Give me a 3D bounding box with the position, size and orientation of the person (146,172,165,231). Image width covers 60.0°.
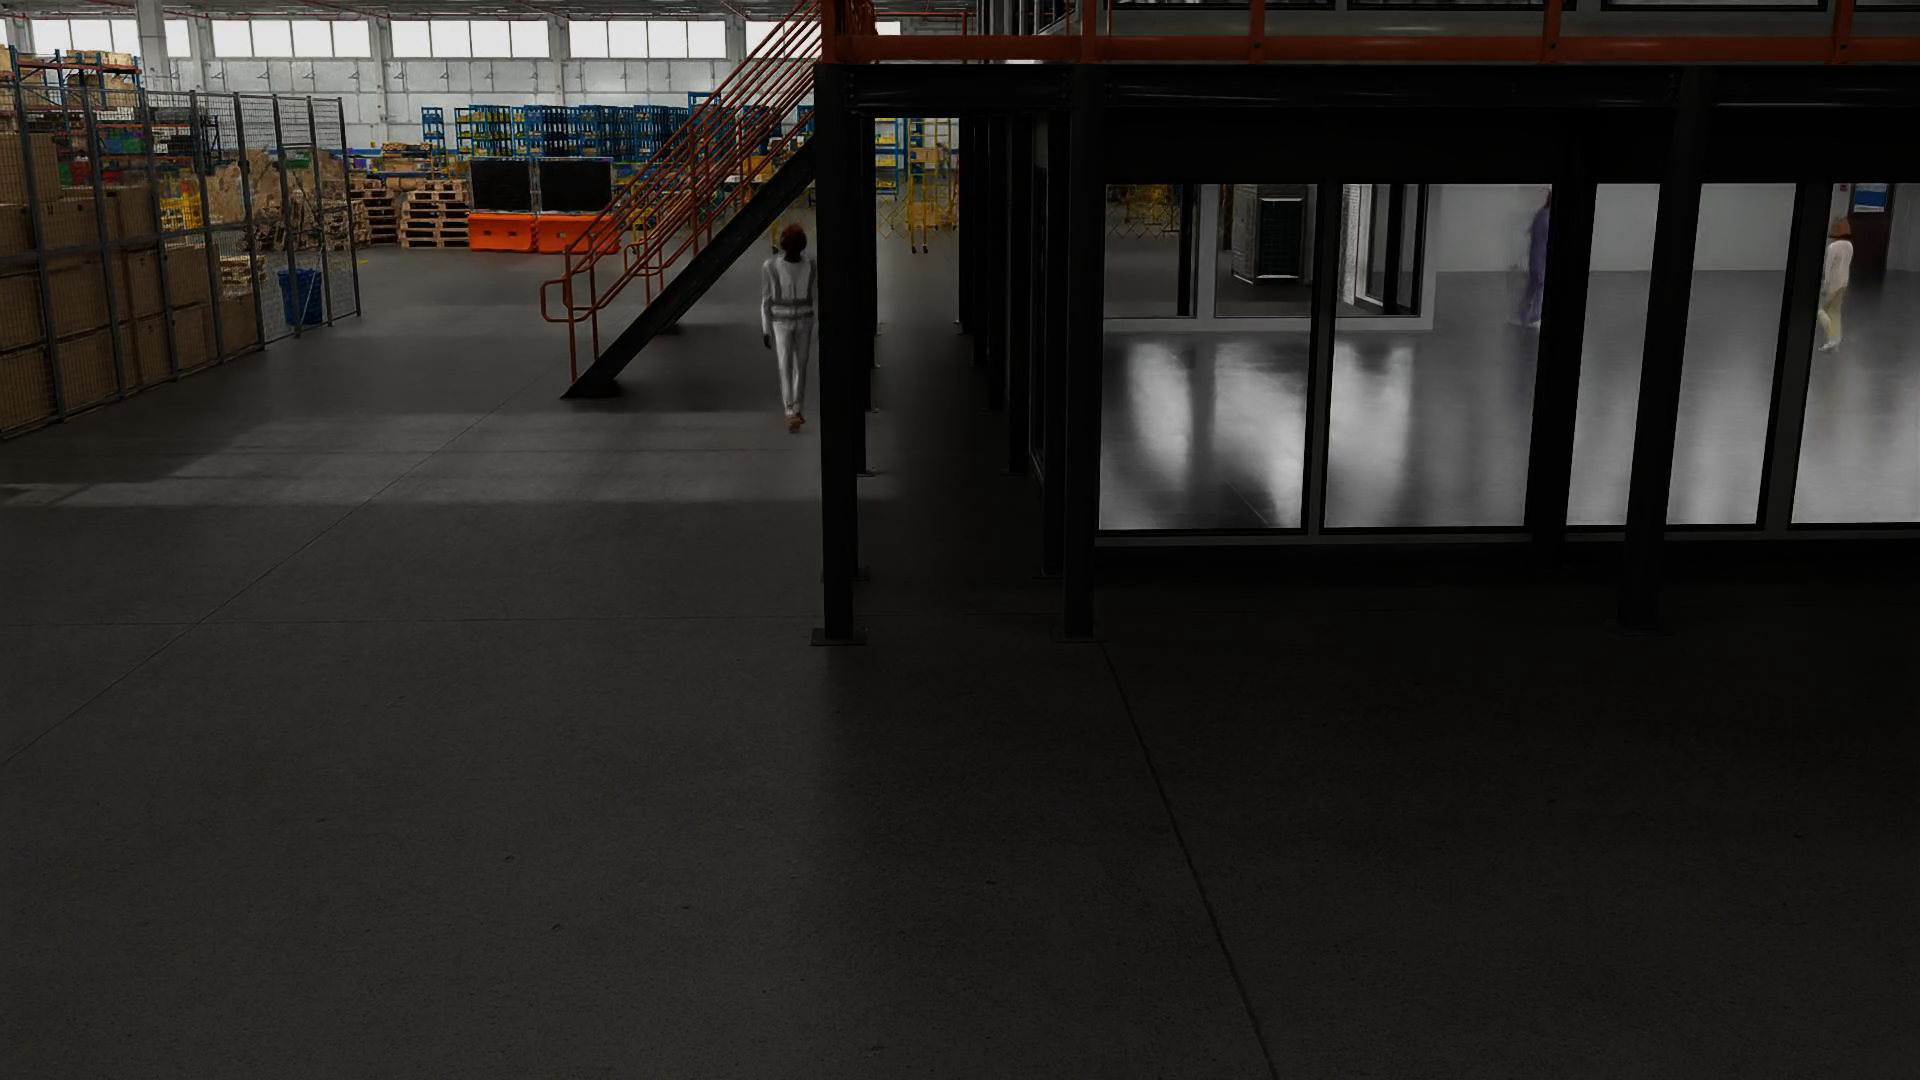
[{"bbox_3d":[-16.127,-6.455,33.299,0.991,1.828,0.544,5,15,17],"label":"person"}]

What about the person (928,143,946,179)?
[{"bbox_3d":[-1.130,-19.310,84.720,0.982,1.793,0.574,-3,14,-12],"label":"person"}]

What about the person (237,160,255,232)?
[{"bbox_3d":[-16.062,-7.579,37.477,0.367,1.966,0.606,-7,15,-25],"label":"person"}]

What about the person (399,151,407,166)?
[{"bbox_3d":[-27.845,-18.821,82.749,0.660,1.798,0.620,-9,17,-33],"label":"person"}]

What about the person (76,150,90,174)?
[{"bbox_3d":[-37.200,-15.727,70.632,0.562,1.670,0.745,-8,16,-29],"label":"person"}]

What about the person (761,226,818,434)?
[{"bbox_3d":[-1.485,-1.916,15.110,0.588,1.837,0.888,-4,15,-17],"label":"person"}]

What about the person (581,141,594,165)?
[{"bbox_3d":[-18.319,-18.659,81.842,0.644,1.920,0.583,-1,14,-4],"label":"person"}]

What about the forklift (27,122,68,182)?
[{"bbox_3d":[-35.376,-14.773,64.377,1.129,2.768,1.873,-1,14,-2],"label":"forklift"}]

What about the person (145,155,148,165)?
[{"bbox_3d":[-31.489,-14.232,64.563,0.528,1.725,0.897,10,17,35],"label":"person"}]
